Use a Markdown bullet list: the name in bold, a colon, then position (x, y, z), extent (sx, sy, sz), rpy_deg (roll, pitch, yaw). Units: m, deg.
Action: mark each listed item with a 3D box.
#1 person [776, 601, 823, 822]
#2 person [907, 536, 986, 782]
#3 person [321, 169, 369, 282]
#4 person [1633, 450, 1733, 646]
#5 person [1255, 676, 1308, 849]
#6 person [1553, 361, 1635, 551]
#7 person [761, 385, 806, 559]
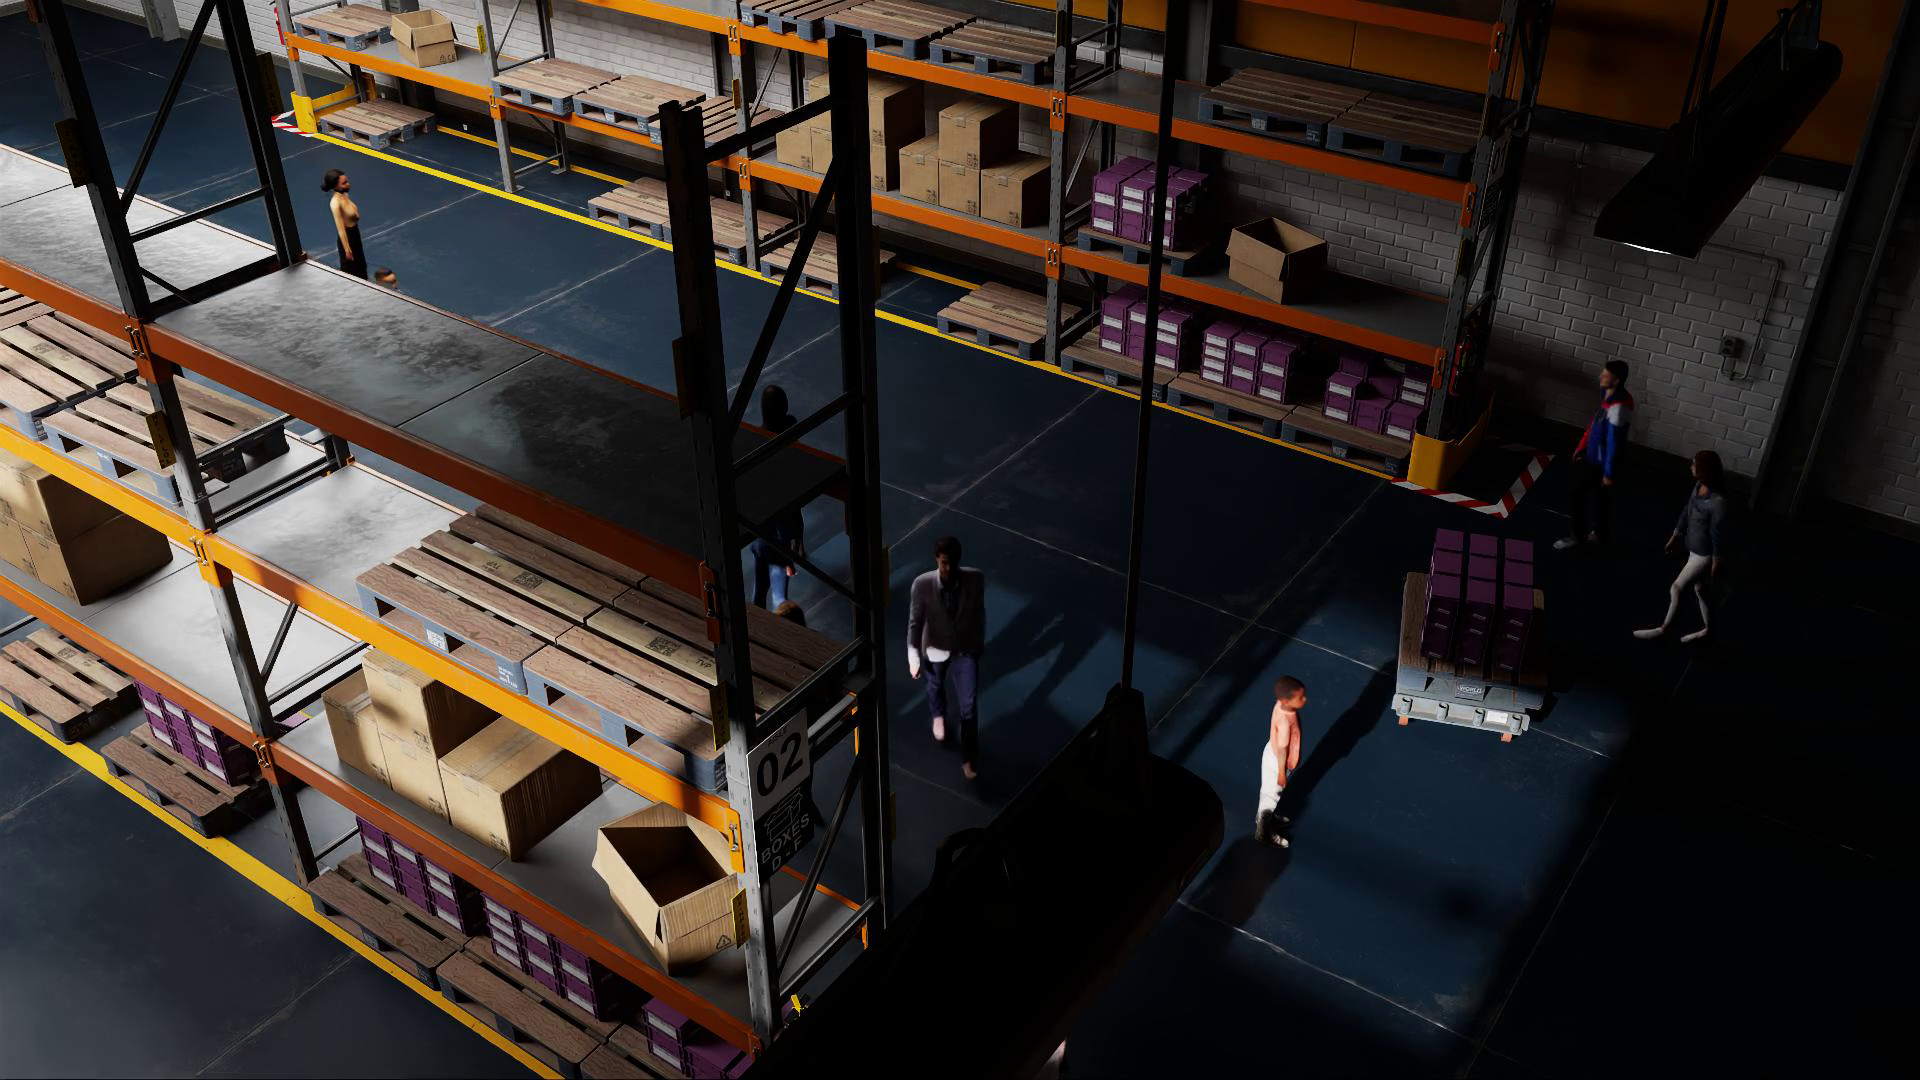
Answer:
- **person**: position (-1.070, 1.151, 10.835), extent (0.685, 1.842, 0.670), rpy_deg (-20, 38, -27)
- **person**: position (-0.087, 0.693, 11.553), extent (1.161, 1.810, 1.187), rpy_deg (-4, 34, -5)
- **person**: position (-6.365, -3.078, 17.367), extent (0.718, 1.654, 0.671), rpy_deg (-3, 34, -4)
- **person**: position (5.697, 0.123, 12.548), extent (0.996, 1.658, 0.873), rpy_deg (-1, 34, -1)
- **person**: position (2.090, 1.423, 10.907), extent (0.560, 1.309, 0.554), rpy_deg (7, 34, 11)
- **person**: position (5.372, -0.667, 13.661), extent (0.778, 1.741, 0.740), rpy_deg (9, 35, 14)
- **person**: position (-1.456, -0.513, 13.519), extent (0.526, 1.641, 0.605), rpy_deg (26, 42, 34)
